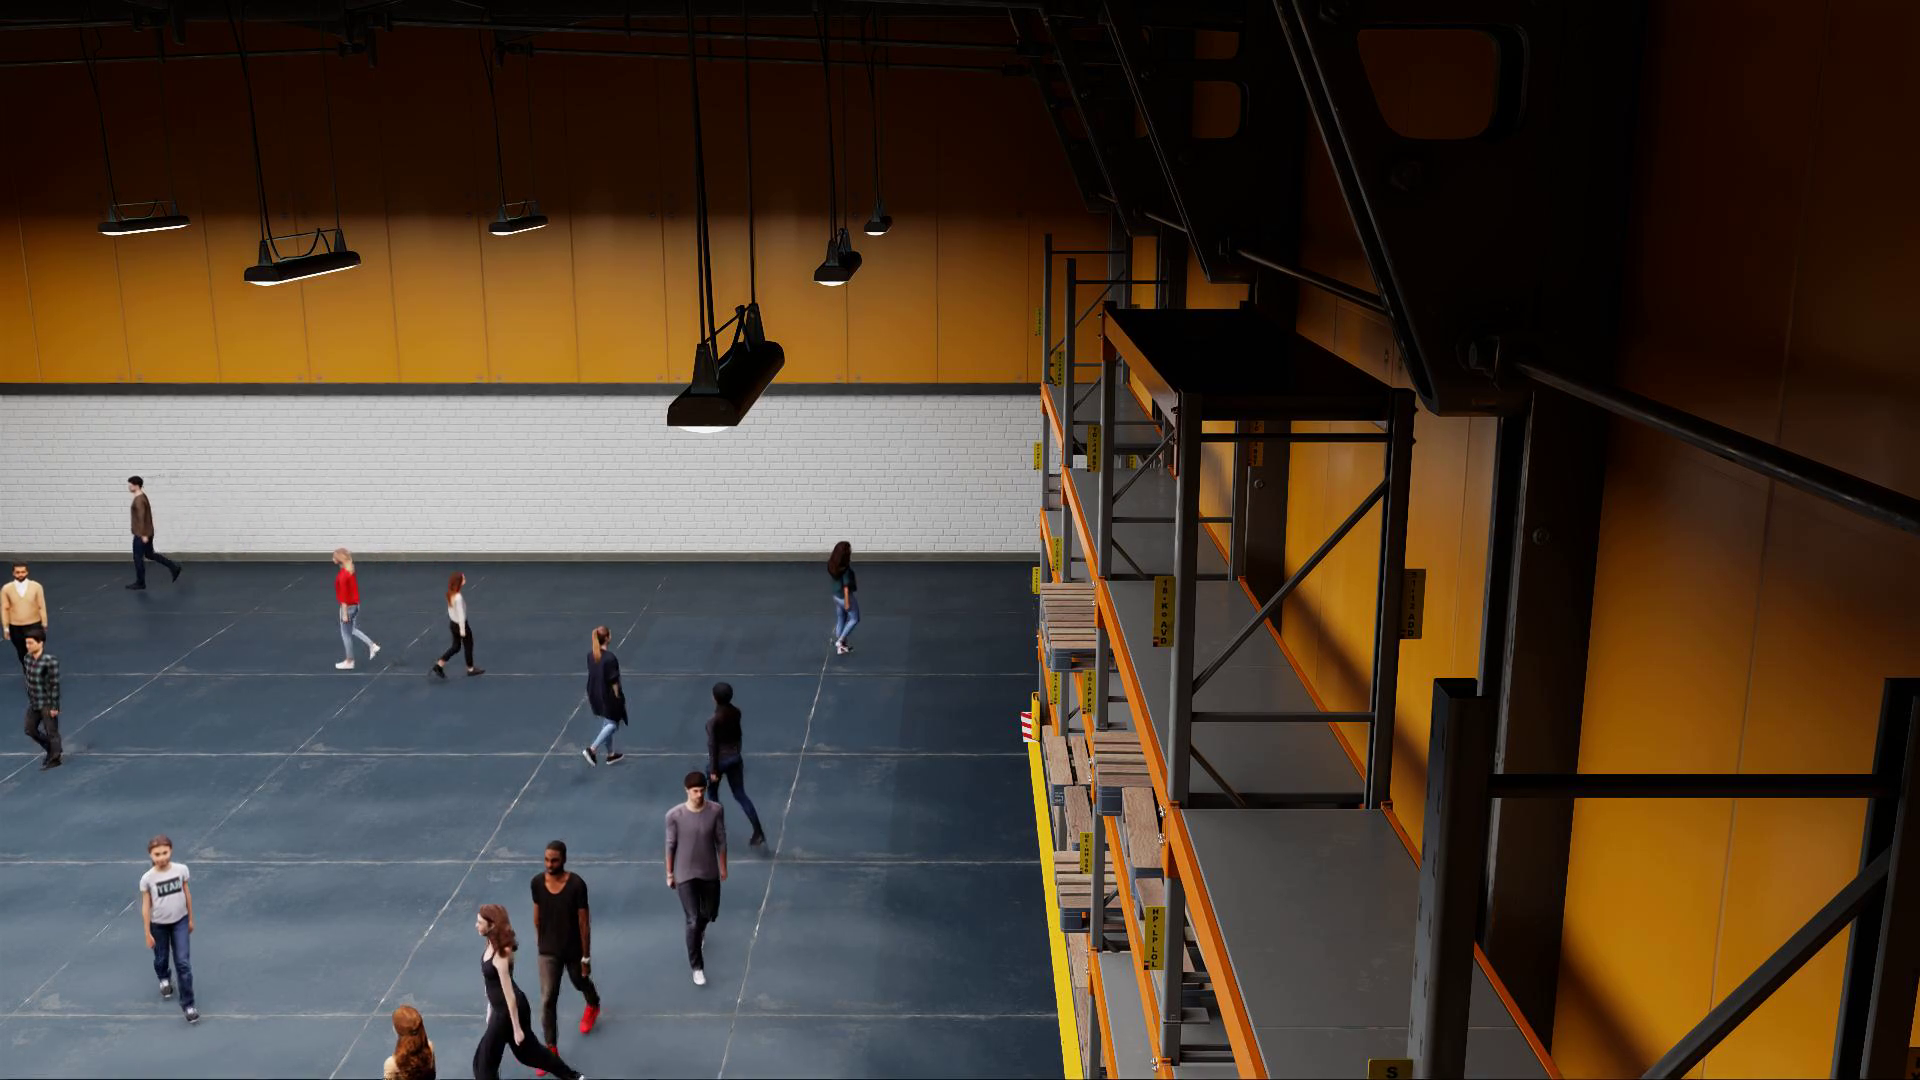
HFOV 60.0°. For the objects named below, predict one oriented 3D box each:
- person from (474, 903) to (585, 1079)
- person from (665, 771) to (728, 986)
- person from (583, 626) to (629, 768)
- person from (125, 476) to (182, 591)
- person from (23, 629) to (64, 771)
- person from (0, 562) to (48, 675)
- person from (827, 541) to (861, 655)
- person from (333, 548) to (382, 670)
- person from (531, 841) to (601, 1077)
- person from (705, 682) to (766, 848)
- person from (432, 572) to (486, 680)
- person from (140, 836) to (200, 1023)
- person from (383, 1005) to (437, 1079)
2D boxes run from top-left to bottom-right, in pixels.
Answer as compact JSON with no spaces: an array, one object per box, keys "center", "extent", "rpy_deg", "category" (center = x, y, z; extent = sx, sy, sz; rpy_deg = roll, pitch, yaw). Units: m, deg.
[{"center":[-3.200,3.443,12.143],"extent":[0.938,1.704,1.154],"rpy_deg":[-6,15,-25],"category":"person"},{"center":[-2.280,2.843,14.371],"extent":[0.934,1.822,1.171],"rpy_deg":[-5,15,-21],"category":"person"},{"center":[-4.101,1.815,18.939],"extent":[0.894,1.670,1.009],"rpy_deg":[9,16,32],"category":"person"},{"center":[-12.931,-0.115,26.511],"extent":[0.962,1.858,1.093],"rpy_deg":[-5,14,-19],"category":"person"},{"center":[-10.480,1.816,19.099],"extent":[0.786,1.709,0.744],"rpy_deg":[5,15,21],"category":"person"},{"center":[-12.181,1.132,21.666],"extent":[0.950,1.715,1.245],"rpy_deg":[-6,15,-22],"category":"person"},{"center":[-1.688,0.818,23.185],"extent":[0.778,1.611,0.697],"rpy_deg":[-8,16,-29],"category":"person"},{"center":[-8.198,0.932,22.526],"extent":[0.702,1.698,0.771],"rpy_deg":[-1,14,-3],"category":"person"},{"center":[-3.068,3.181,13.087],"extent":[0.769,1.770,1.224],"rpy_deg":[2,14,9],"category":"person"},{"center":[-2.301,2.307,16.824],"extent":[1.177,1.710,1.173],"rpy_deg":[12,18,40],"category":"person"},{"center":[-6.723,1.154,22.102],"extent":[0.946,1.466,0.934],"rpy_deg":[-10,17,-36],"category":"person"},{"center":[-6.562,3.147,13.749],"extent":[0.941,1.524,1.119],"rpy_deg":[-9,16,-32],"category":"person"},{"center":[-3.476,3.825,10.821],"extent":[1.051,1.583,1.055],"rpy_deg":[11,17,37],"category":"person"}]
